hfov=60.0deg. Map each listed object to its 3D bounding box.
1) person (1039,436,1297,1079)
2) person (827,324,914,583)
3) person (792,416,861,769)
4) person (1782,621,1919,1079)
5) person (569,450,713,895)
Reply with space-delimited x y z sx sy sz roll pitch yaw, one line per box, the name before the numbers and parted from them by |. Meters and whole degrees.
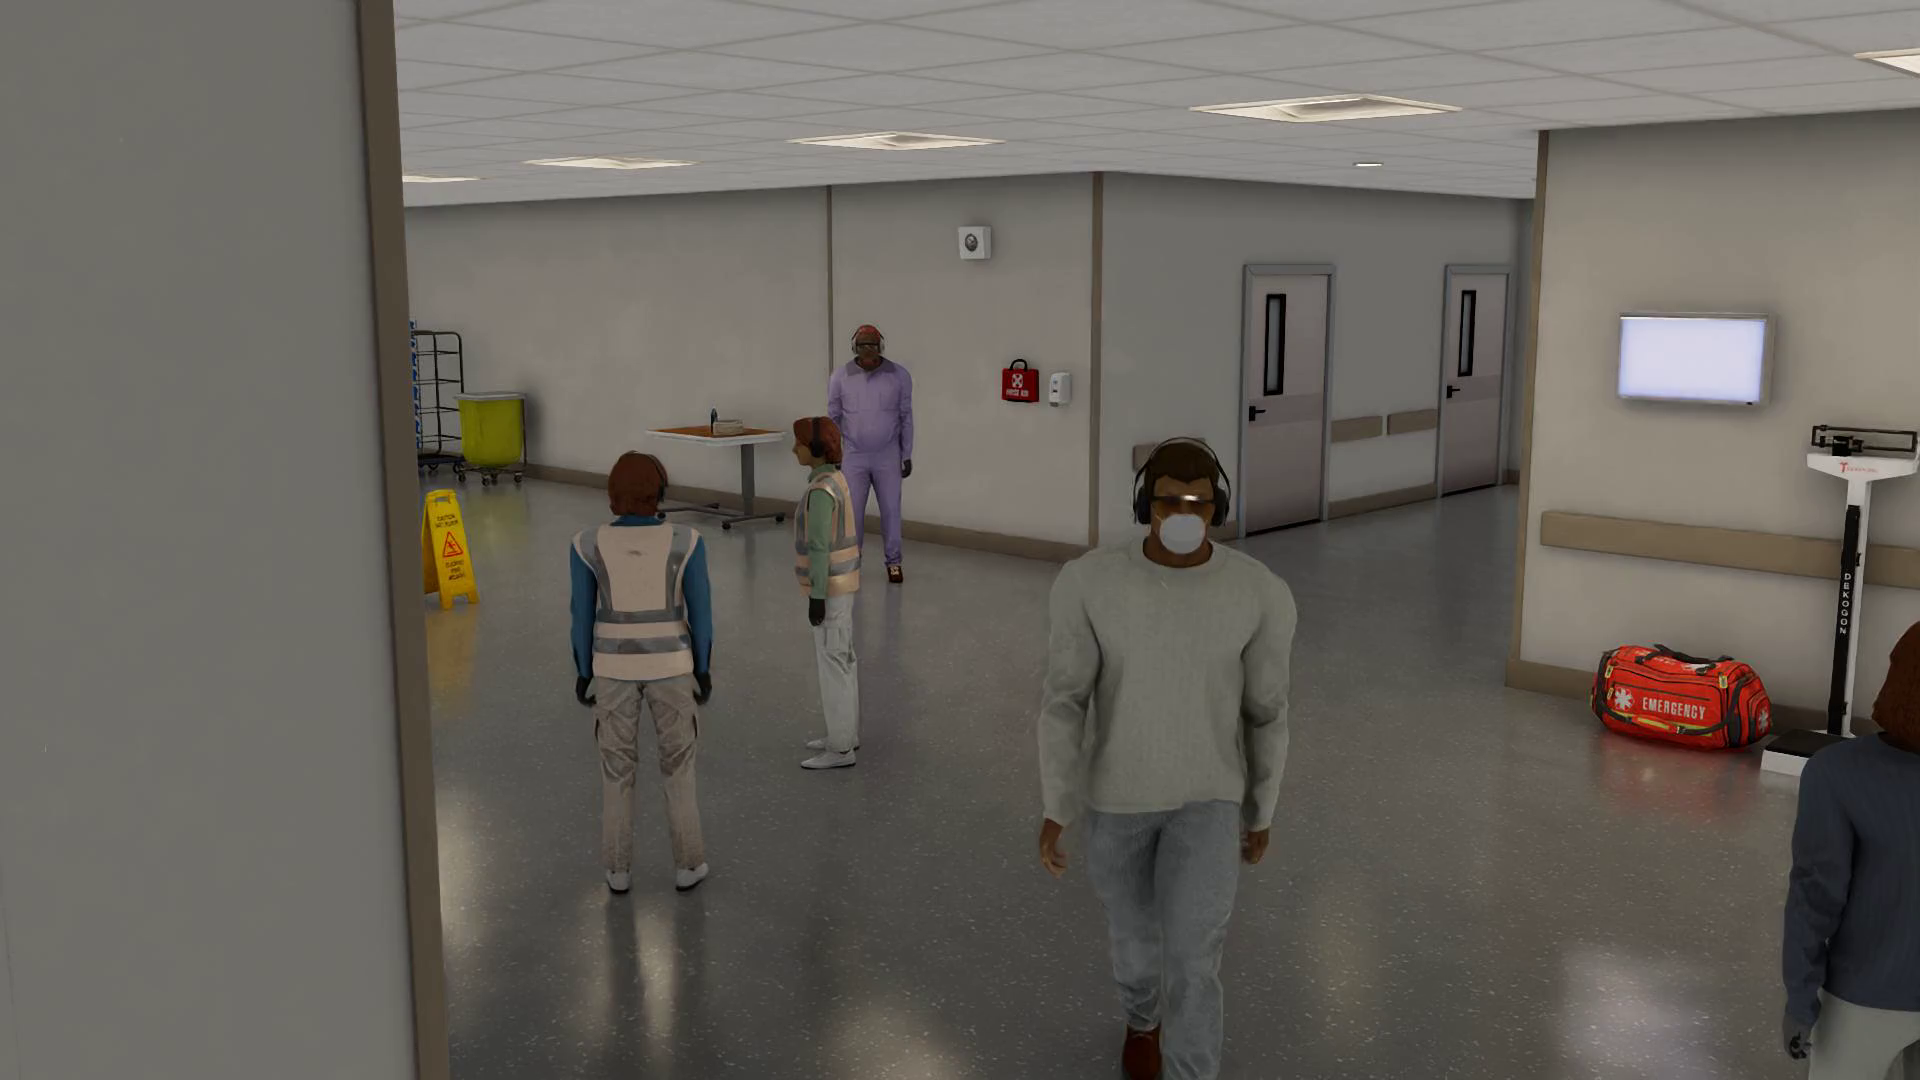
person | 0.538 0.662 4.339 0.635 1.896 1.022 2 9 12
person | -0.655 -0.624 12.189 0.640 1.900 0.404 0 9 -3
person | -0.618 0.238 7.717 0.318 1.630 0.514 0 9 1
person | 1.922 0.945 3.364 0.507 1.632 0.268 1 9 5
person | -1.163 0.493 6.116 0.516 1.640 0.311 -1 9 -6
